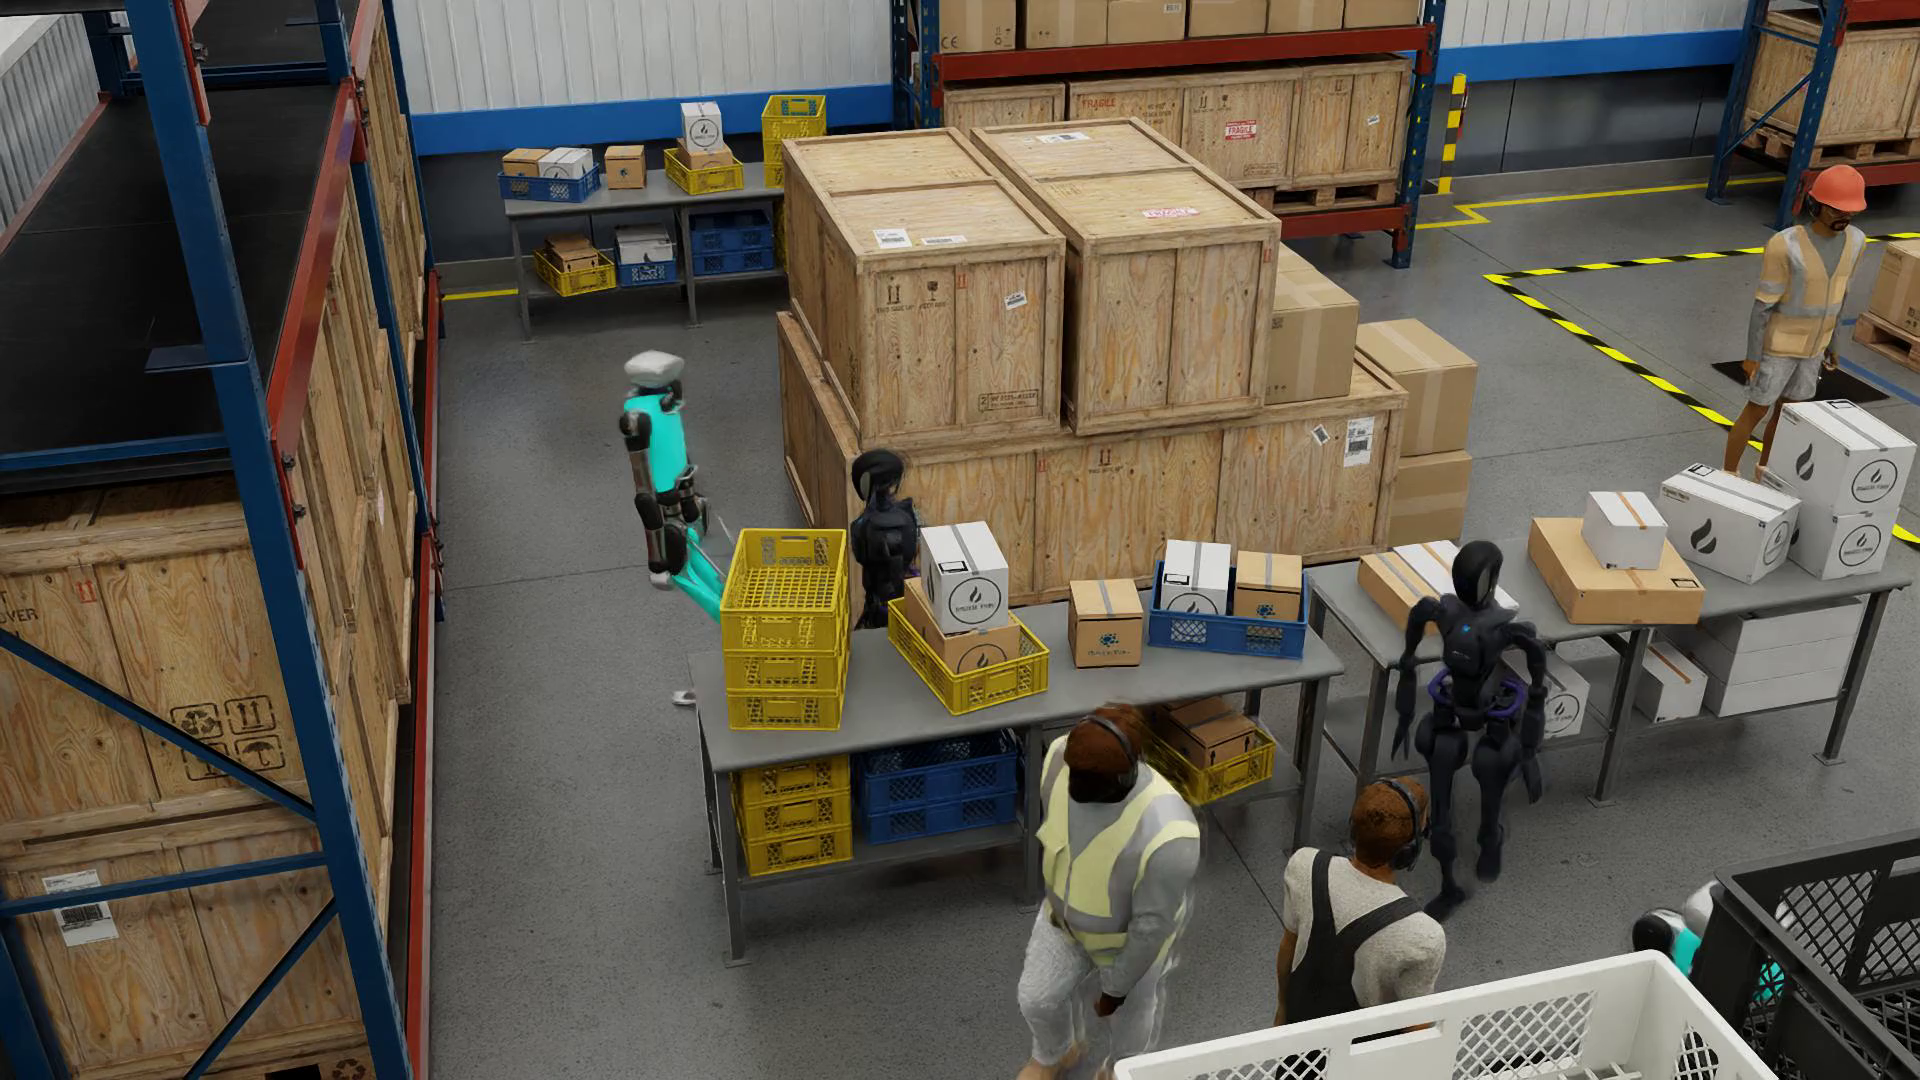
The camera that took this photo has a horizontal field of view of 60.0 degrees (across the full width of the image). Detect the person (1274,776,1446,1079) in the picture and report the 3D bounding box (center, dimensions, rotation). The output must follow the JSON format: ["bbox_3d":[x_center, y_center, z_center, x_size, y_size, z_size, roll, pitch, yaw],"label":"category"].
[{"bbox_3d":[1.123,1.461,4.848,0.504,1.836,0.332,26,38,38],"label":"person"}]

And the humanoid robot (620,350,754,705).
[{"bbox_3d":[-1.093,0.063,7.598,0.754,1.897,0.558,4,29,8],"label":"humanoid robot"}]

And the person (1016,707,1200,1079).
[{"bbox_3d":[0.507,1.225,5.310,0.632,1.800,0.605,25,37,37],"label":"person"}]

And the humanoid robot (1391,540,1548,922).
[{"bbox_3d":[1.997,0.700,6.393,0.610,1.631,0.545,20,35,32],"label":"humanoid robot"}]

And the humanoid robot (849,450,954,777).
[{"bbox_3d":[-0.351,0.354,7.033,0.713,1.627,0.588,-8,30,-14],"label":"humanoid robot"}]

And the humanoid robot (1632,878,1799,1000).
[{"bbox_3d":[1.753,1.784,4.389,0.946,1.765,0.557,-23,36,-35],"label":"humanoid robot"}]

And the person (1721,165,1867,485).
[{"bbox_3d":[4.659,-1.084,9.248,0.613,2.040,0.390,-8,30,-14],"label":"person"}]
